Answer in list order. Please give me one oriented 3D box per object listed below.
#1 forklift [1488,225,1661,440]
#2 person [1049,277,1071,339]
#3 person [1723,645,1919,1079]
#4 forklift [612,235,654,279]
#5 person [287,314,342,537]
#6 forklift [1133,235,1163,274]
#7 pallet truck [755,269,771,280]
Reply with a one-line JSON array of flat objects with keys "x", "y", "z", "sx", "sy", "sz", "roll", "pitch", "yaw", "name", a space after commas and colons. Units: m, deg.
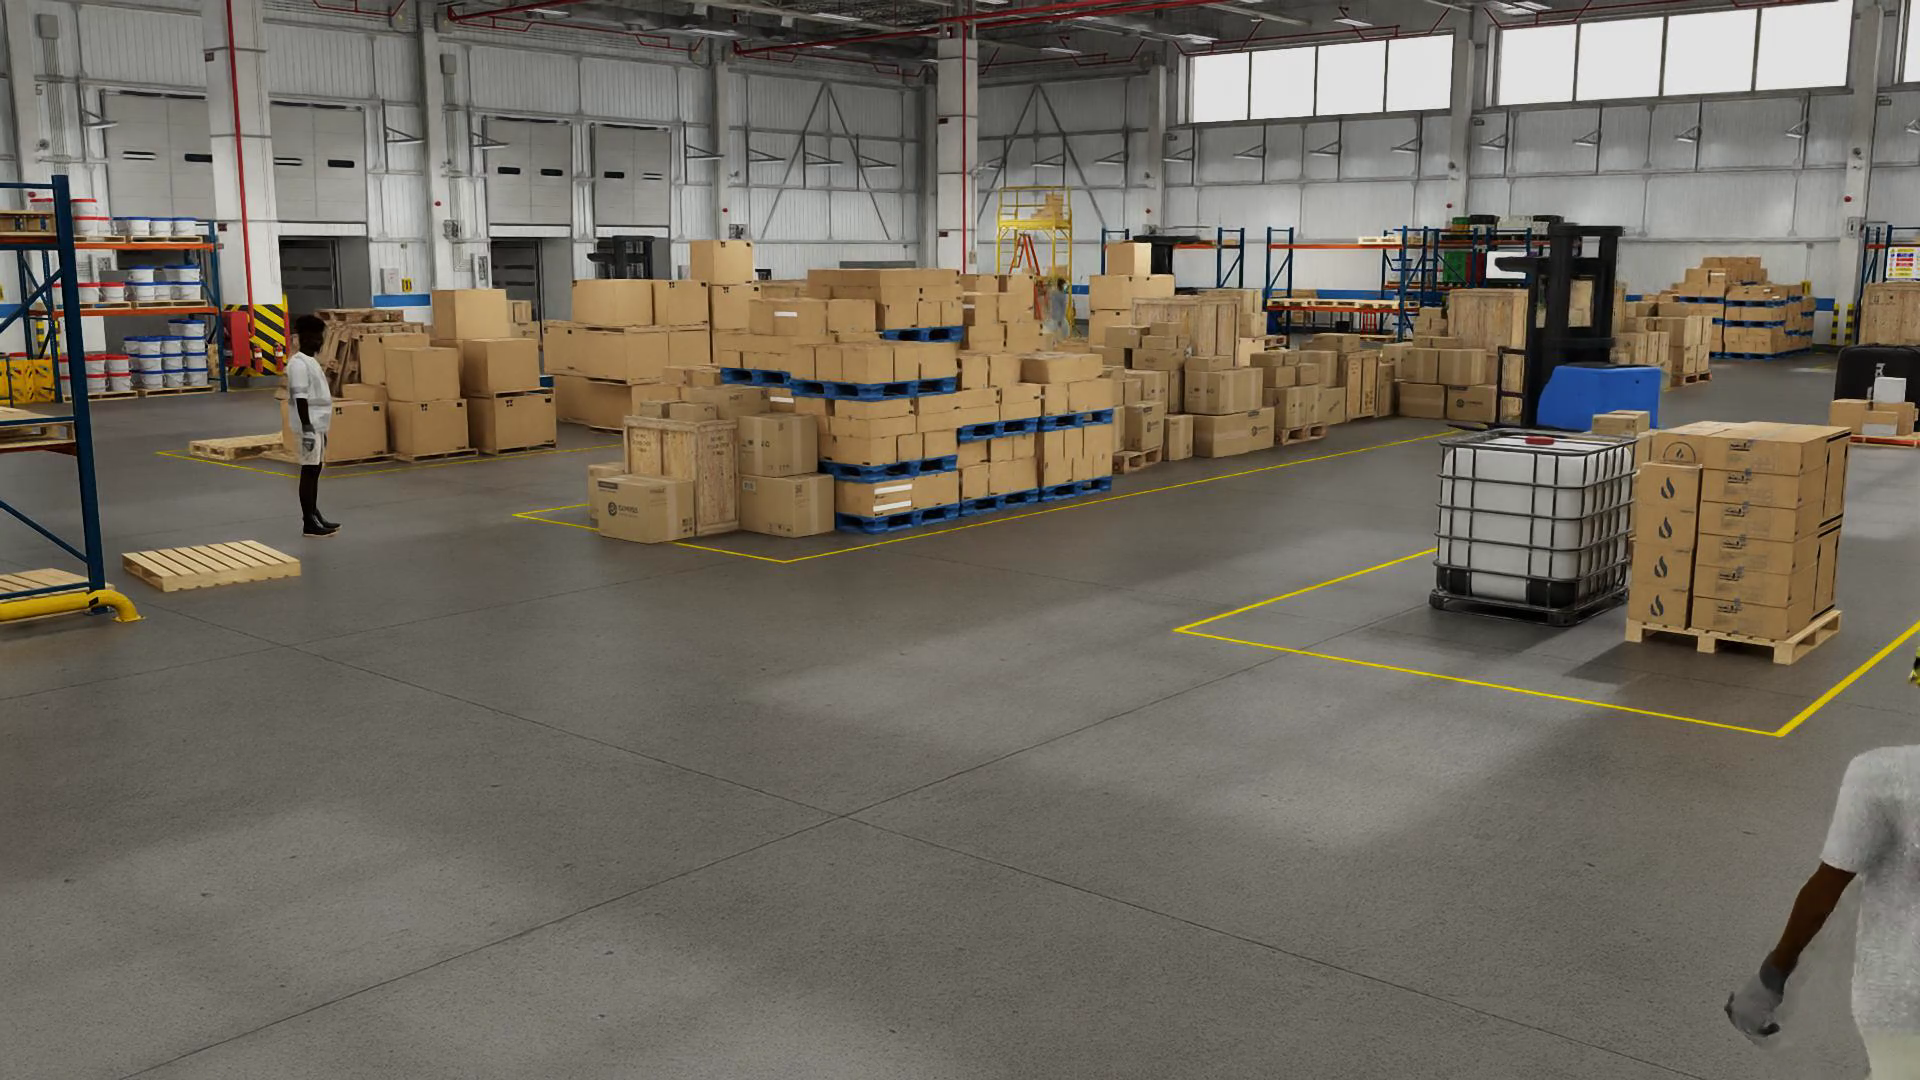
[{"x": 7.849, "y": -2.577, "z": 21.065, "sx": 1.129, "sy": 2.768, "sz": 1.873, "roll": -5, "pitch": 11, "yaw": -24, "name": "forklift"}, {"x": 2.257, "y": -4.981, "z": 37.591, "sx": 1.013, "sy": 1.886, "sz": 0.650, "roll": 5, "pitch": 11, "yaw": 26, "name": "person"}, {"x": 2.075, "y": 1.037, "z": 3.582, "sx": 0.545, "sy": 1.806, "sz": 1.016, "roll": -2, "pitch": 10, "yaw": -12, "name": "person"}, {"x": -7.297, "y": -5.450, "z": 37.421, "sx": 1.873, "sy": 2.768, "sz": 1.129, "roll": 8, "pitch": 13, "yaw": 40, "name": "forklift"}, {"x": -5.740, "y": -1.008, "z": 14.735, "sx": 0.367, "sy": 1.965, "sz": 0.604, "roll": -2, "pitch": 10, "yaw": -12, "name": "person"}, {"x": 4.260, "y": -5.545, "z": 37.963, "sx": 1.873, "sy": 2.768, "sz": 1.129, "roll": 6, "pitch": 12, "yaw": 32, "name": "forklift"}, {"x": -4.996, "y": -6.432, "z": 45.525, "sx": 1.885, "sy": 1.965, "sz": 0.823, "roll": -6, "pitch": 12, "yaw": -32, "name": "pallet truck"}]
